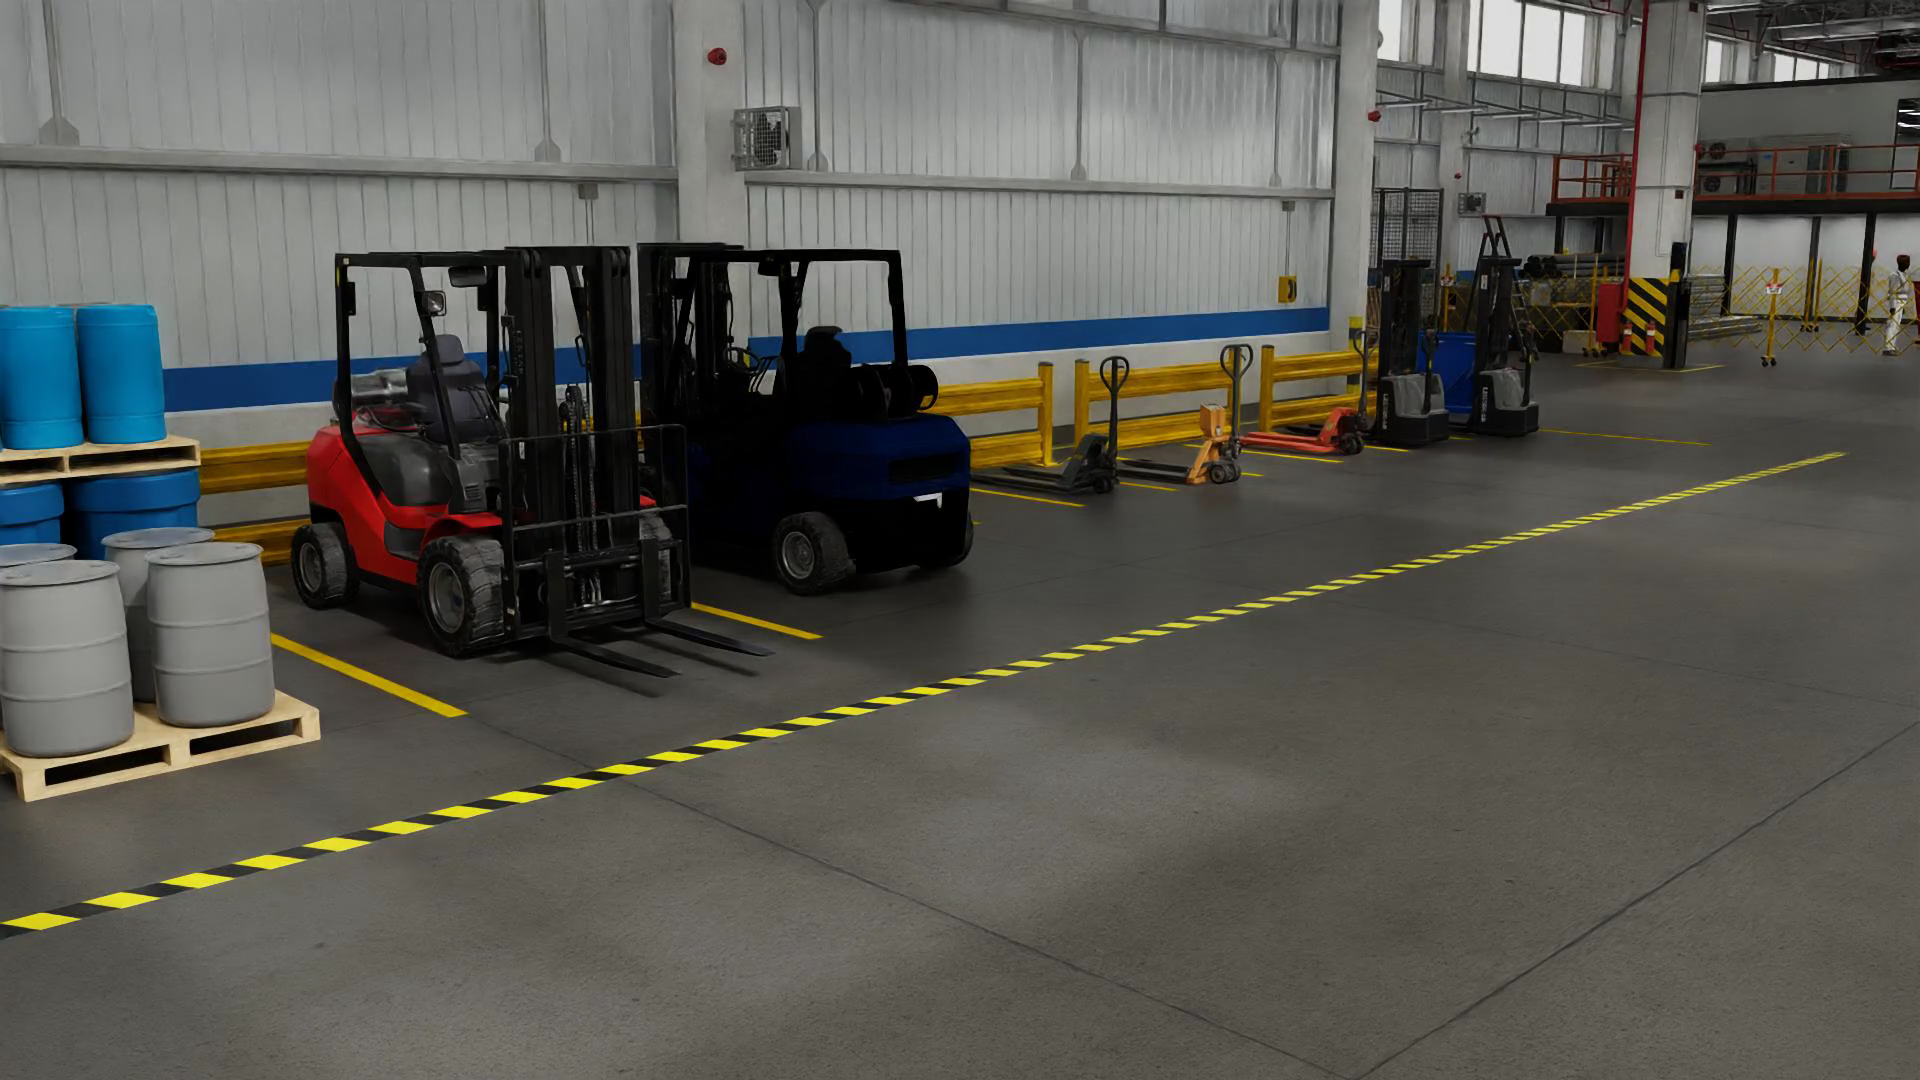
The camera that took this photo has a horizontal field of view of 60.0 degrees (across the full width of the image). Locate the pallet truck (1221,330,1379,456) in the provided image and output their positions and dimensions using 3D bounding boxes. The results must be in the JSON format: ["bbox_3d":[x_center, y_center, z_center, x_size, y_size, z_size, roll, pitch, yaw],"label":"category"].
[{"bbox_3d":[3.563,-1.581,17.381,0.653,1.274,1.630,-10,14,-44],"label":"pallet truck"}]

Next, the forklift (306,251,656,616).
[{"bbox_3d":[-2.833,-0.669,9.694,1.157,1.987,2.680,-10,14,-44],"label":"forklift"}]

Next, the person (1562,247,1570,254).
[{"bbox_3d":[15.588,-6.606,43.076,0.594,1.924,0.384,-10,14,-44],"label":"person"}]

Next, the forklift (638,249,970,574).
[{"bbox_3d":[-1.173,-0.958,11.239,2.680,1.987,1.157,10,14,43],"label":"forklift"}]

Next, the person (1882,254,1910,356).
[{"bbox_3d":[17.467,-4.368,30.996,0.584,1.880,0.337,-10,14,-44],"label":"person"}]

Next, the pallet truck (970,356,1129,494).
[{"bbox_3d":[0.784,-1.085,14.876,0.680,1.201,1.601,-10,14,-44],"label":"pallet truck"}]

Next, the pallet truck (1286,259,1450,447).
[{"bbox_3d":[4.493,-2.078,18.196,0.823,1.965,1.885,-9,14,-40],"label":"pallet truck"}]

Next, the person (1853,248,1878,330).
[{"bbox_3d":[21.415,-5.914,39.284,0.551,1.932,0.376,-10,14,-44],"label":"person"}]

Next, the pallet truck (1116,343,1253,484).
[{"bbox_3d":[1.962,-1.215,15.415,1.522,1.261,0.704,10,14,43],"label":"pallet truck"}]

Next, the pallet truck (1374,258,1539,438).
[{"bbox_3d":[5.704,-2.208,18.901,1.885,1.965,0.823,10,14,43],"label":"pallet truck"}]
